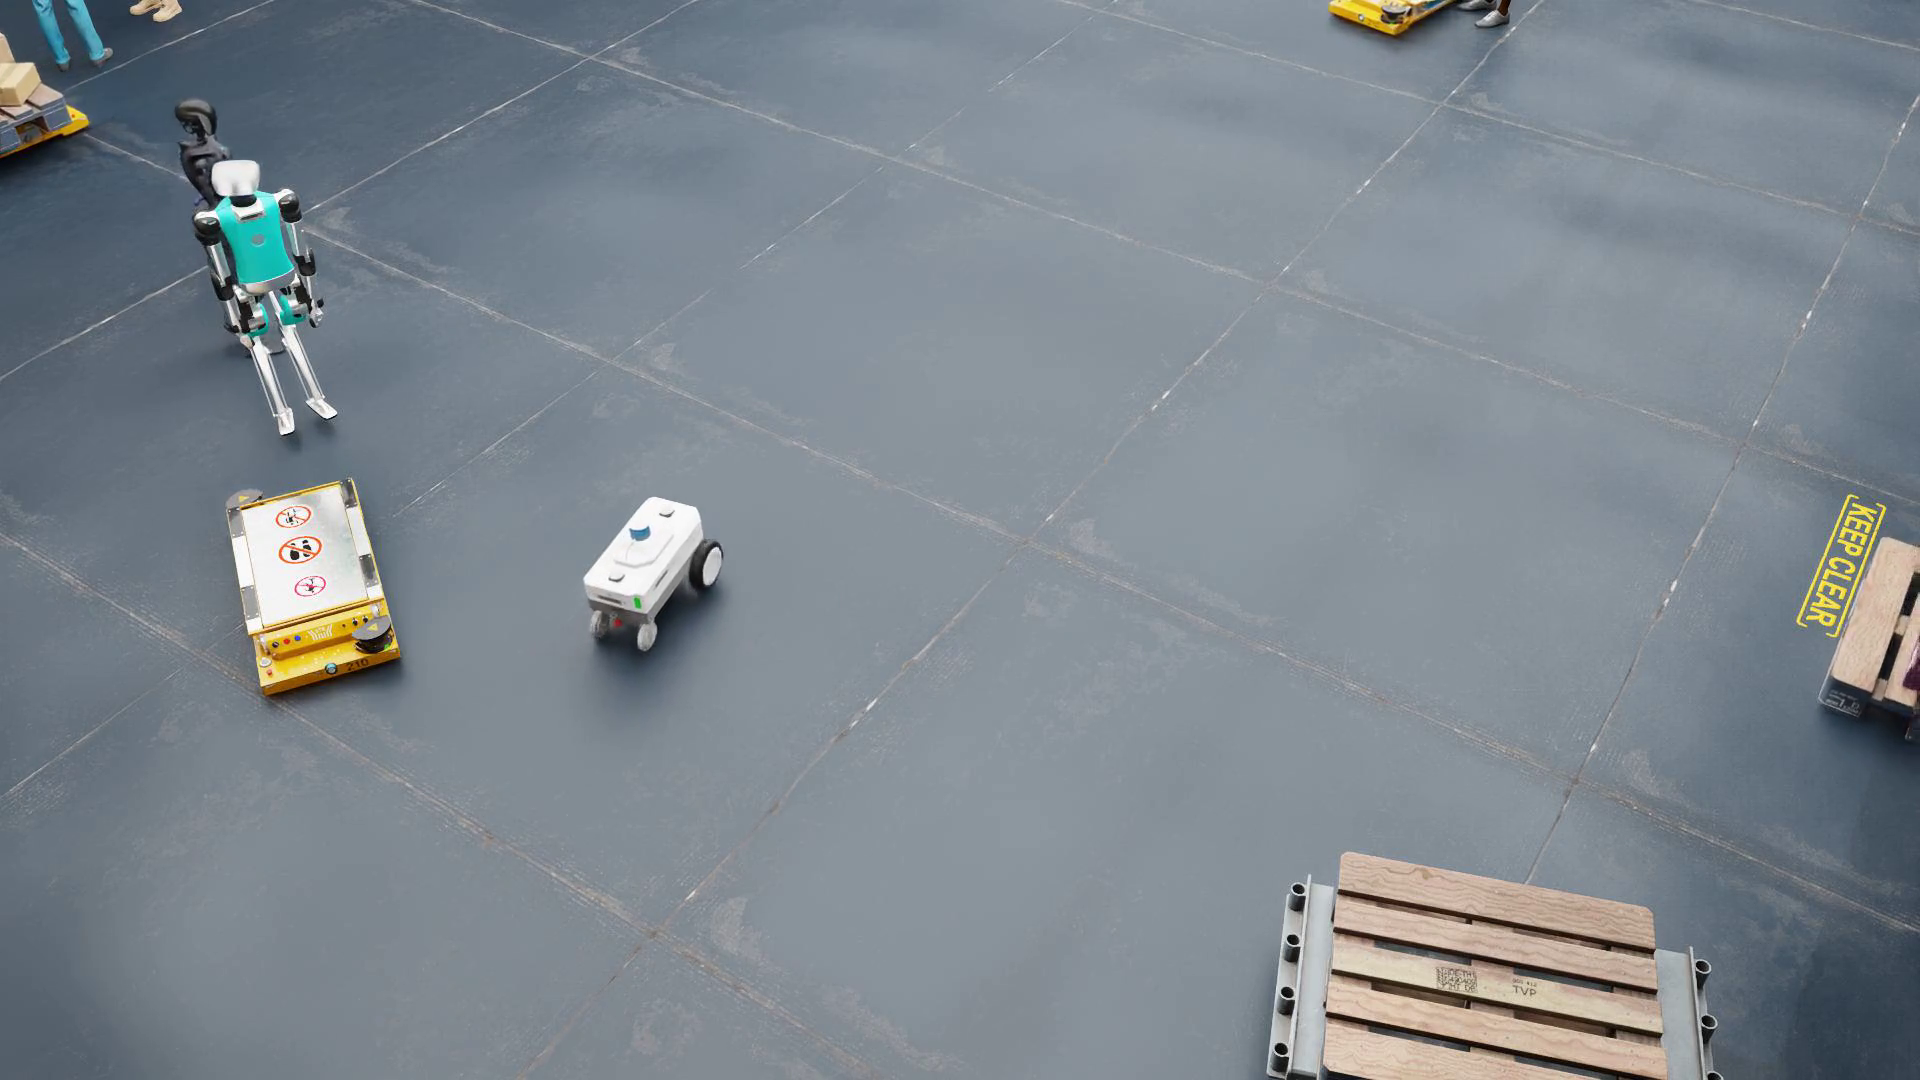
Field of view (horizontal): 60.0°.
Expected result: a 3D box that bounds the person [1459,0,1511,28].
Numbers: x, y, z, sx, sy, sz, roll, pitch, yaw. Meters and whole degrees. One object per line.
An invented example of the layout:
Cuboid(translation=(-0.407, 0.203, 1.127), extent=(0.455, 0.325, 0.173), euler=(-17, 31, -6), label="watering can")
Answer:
Cuboid(translation=(4.409, -5.054, 13.182), extent=(0.418, 1.940, 0.552), euler=(-6, 42, -6), label="person")

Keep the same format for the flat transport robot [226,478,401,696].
Cuboid(translation=(-3.355, 0.180, 8.578), extent=(0.659, 0.231, 1.431), euler=(-16, 44, -18), label="flat transport robot")

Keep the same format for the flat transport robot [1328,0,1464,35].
Cuboid(translation=(3.789, -4.627, 13.957), extent=(1.431, 0.231, 0.659), euler=(-33, 51, -32), label="flat transport robot")

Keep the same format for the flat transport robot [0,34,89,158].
Cuboid(translation=(-7.151, -2.895, 12.019), extent=(0.659, 0.231, 1.431), euler=(27, 48, 27), label="flat transport robot")

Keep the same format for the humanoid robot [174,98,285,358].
Cuboid(translation=(-4.305, -1.806, 9.741), extent=(0.357, 1.641, 0.598), euler=(-11, 43, -12), label="humanoid robot")

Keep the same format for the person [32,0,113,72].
Cuboid(translation=(-6.958, -4.443, 12.569), extent=(0.571, 1.841, 0.376), euler=(-10, 43, -11), label="person")

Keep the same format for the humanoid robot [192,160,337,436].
Cuboid(translation=(-3.822, -1.382, 9.128), extent=(0.533, 1.673, 0.735), euler=(-24, 47, -25), label="humanoid robot")

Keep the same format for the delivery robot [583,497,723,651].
Cuboid(translation=(-1.577, 0.125, 8.439), extent=(0.499, 0.613, 0.797), euler=(14, 44, 15), label="delivery robot")

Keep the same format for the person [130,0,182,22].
Cuboid(translation=(-6.684, -5.047, 13.316), extent=(0.474, 1.750, 0.320), euler=(22, 46, 22), label="person")
